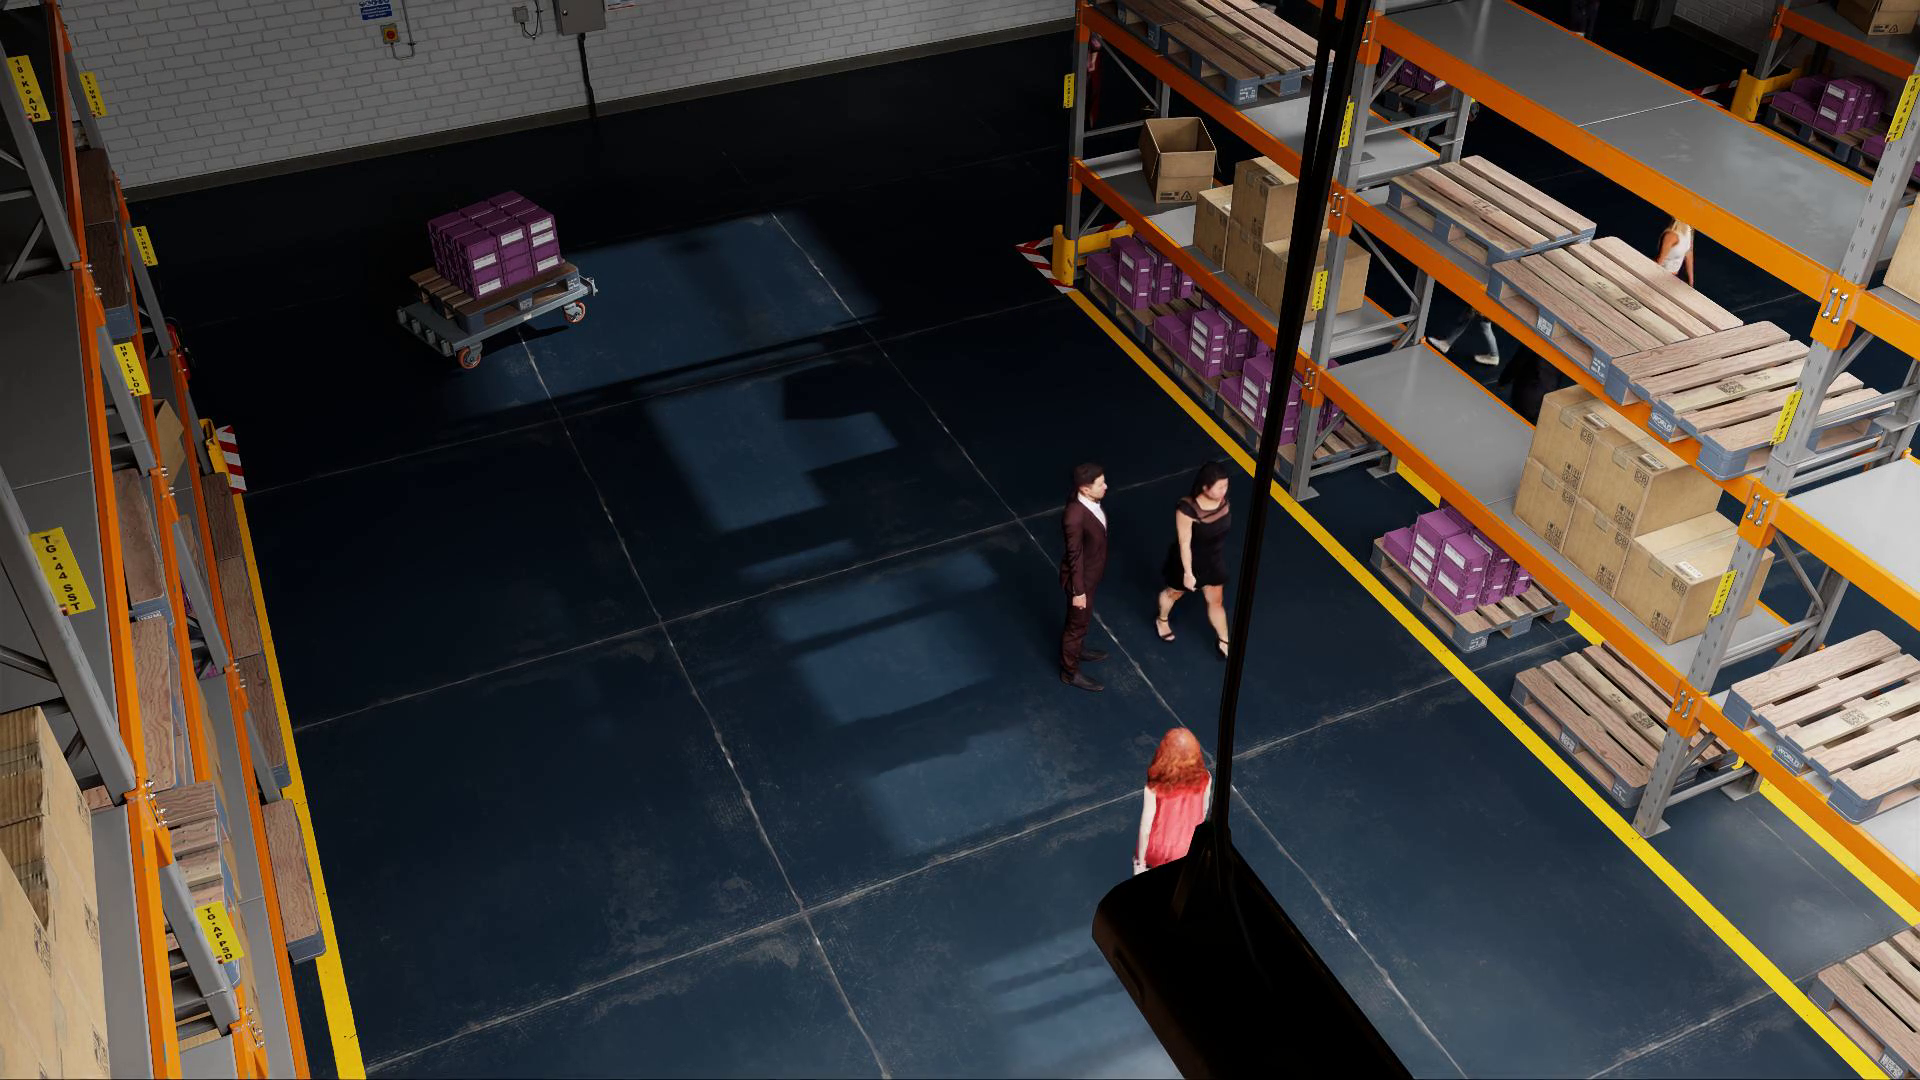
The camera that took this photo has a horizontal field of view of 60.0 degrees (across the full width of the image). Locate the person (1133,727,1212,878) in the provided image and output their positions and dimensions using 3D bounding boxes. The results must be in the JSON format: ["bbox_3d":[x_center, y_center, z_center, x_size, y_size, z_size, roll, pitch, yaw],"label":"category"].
[{"bbox_3d":[1.242,1.830,9.541,0.686,1.810,0.739,-5,39,-6],"label":"person"}]

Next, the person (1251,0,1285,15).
[{"bbox_3d":[3.709,-6.582,20.345,0.990,1.472,0.892,28,46,31],"label":"person"}]

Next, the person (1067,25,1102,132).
[{"bbox_3d":[1.434,-5.464,18.813,0.732,1.637,0.554,-13,40,-16],"label":"person"}]

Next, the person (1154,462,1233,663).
[{"bbox_3d":[1.589,0.111,11.793,0.790,1.686,1.032,-26,45,-28],"label":"person"}]

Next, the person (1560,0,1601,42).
[{"bbox_3d":[7.039,-5.676,18.991,1.207,1.747,1.027,25,45,28],"label":"person"}]

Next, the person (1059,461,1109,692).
[{"bbox_3d":[0.839,0.218,11.515,0.840,1.865,0.739,6,39,7],"label":"person"}]
